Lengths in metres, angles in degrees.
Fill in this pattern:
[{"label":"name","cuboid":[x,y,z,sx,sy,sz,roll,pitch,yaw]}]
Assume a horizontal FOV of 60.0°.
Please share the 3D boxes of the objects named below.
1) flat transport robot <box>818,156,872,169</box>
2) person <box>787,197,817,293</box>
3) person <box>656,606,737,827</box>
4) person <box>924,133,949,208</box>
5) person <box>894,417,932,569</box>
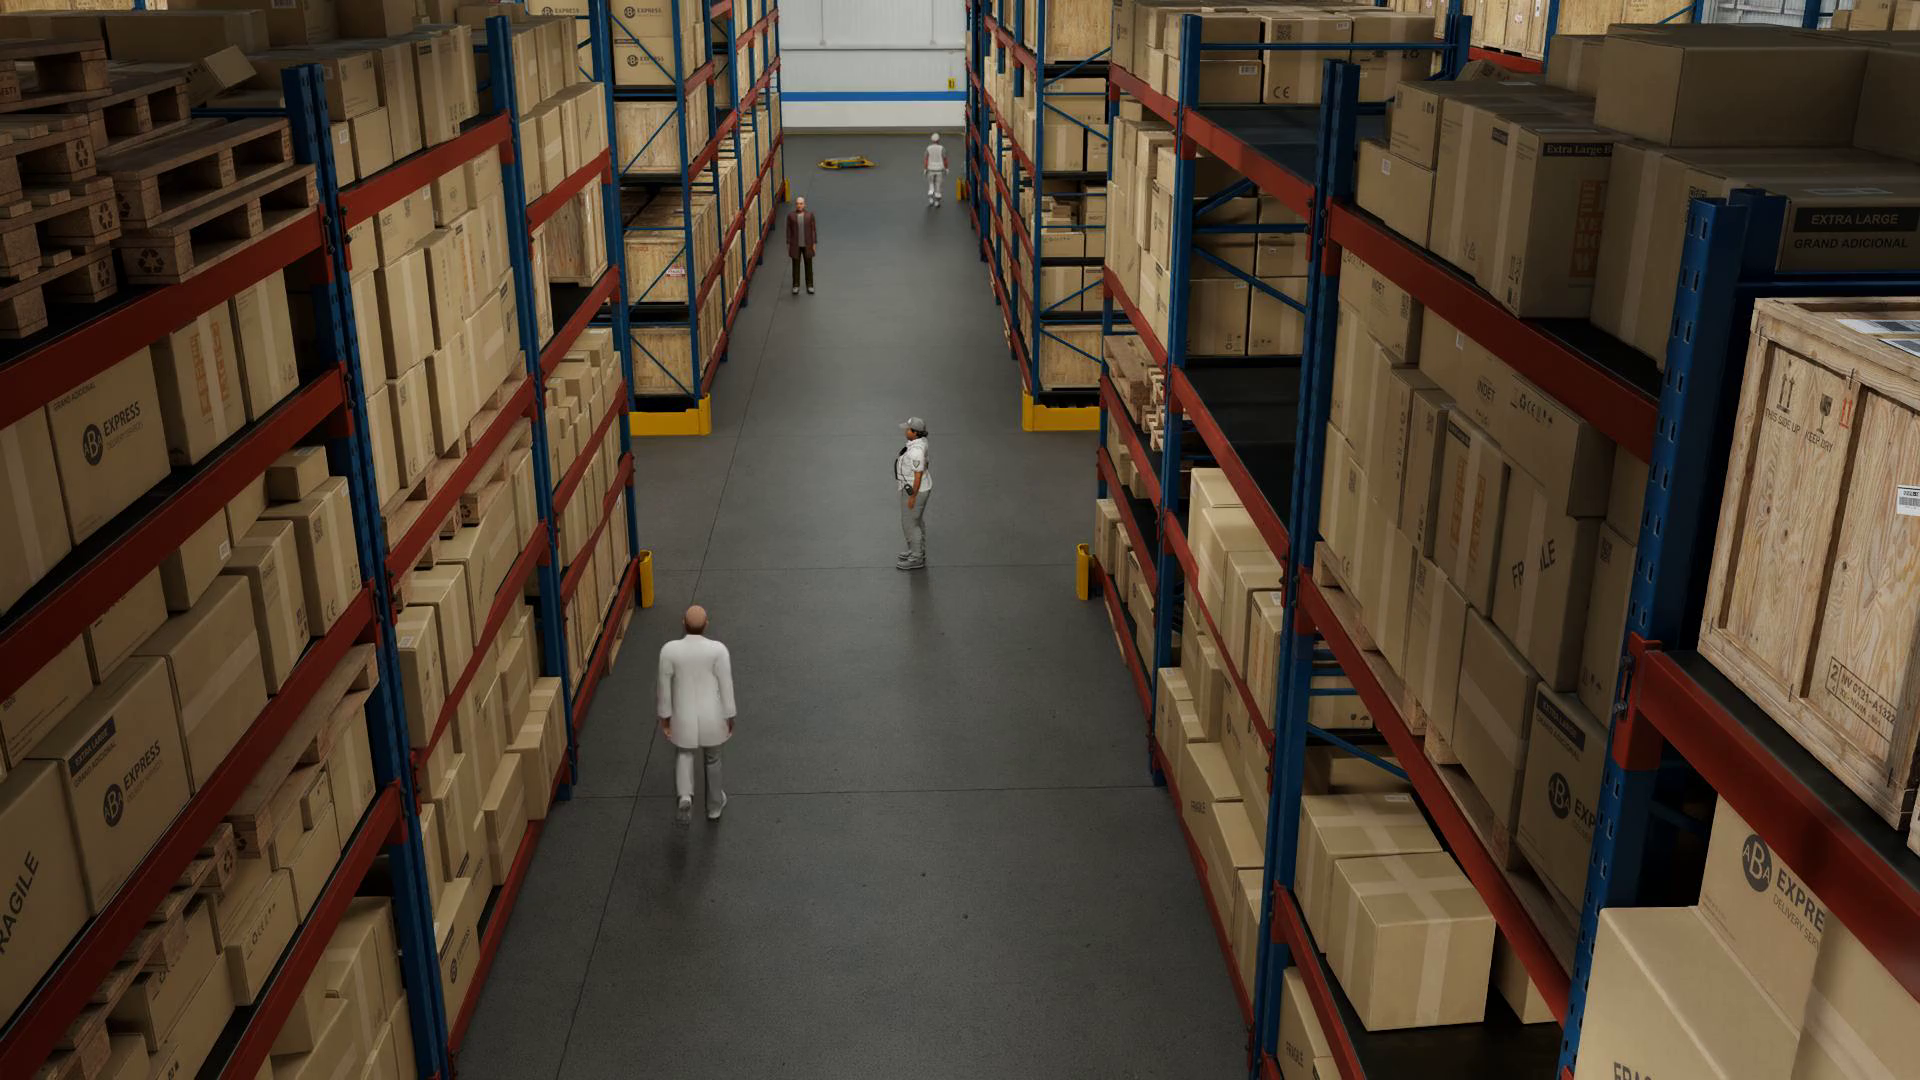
[{"label":"flat transport robot","cuboid":[-3.292,-10.800,47.660,1.431,0.252,0.659,-12,24,-29]},{"label":"person","cuboid":[-2.981,-5.554,31.351,0.573,1.782,0.394,-2,21,-6]},{"label":"person","cuboid":[-2.024,1.368,12.778,0.603,1.772,0.721,0,20,-1]},{"label":"person","cuboid":[-0.567,-9.029,40.650,0.577,1.809,0.436,4,21,11]},{"label":"person","cuboid":[-0.501,-0.529,18.061,0.391,1.664,0.468,2,21,6]}]
